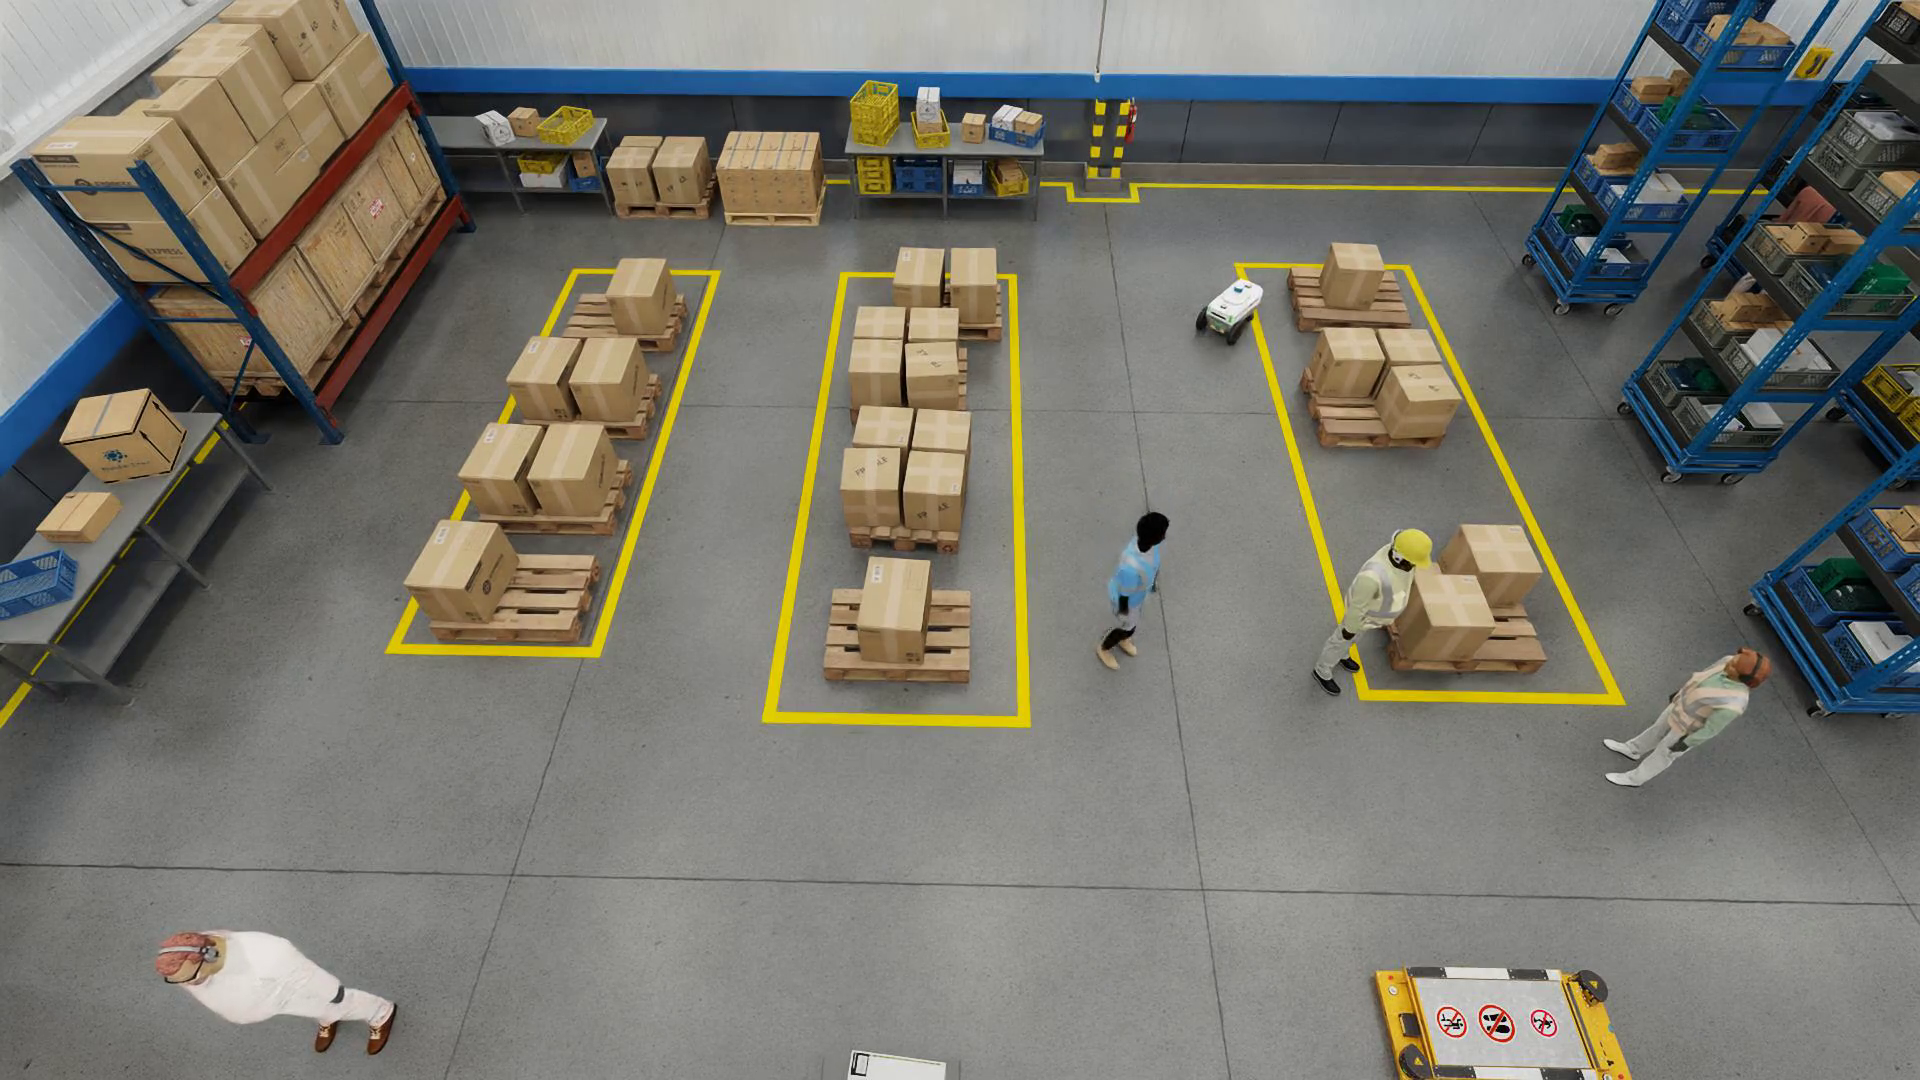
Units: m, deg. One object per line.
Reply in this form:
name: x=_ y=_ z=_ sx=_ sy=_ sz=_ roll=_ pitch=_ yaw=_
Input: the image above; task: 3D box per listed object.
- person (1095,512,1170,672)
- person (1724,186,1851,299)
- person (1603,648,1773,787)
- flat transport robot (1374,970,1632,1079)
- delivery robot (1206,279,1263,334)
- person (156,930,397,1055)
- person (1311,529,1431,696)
person: x=1.352 y=0.400 z=7.239 sx=0.340 sy=1.678 sz=0.553 roll=25 pitch=55 yaw=19
person: x=9.044 y=-3.151 z=9.944 sx=0.410 sy=1.982 sz=0.626 roll=-19 pitch=53 yaw=-15
person: x=5.186 y=1.280 z=6.546 sx=0.314 sy=1.642 sz=0.514 roll=20 pitch=54 yaw=16
flat transport robot: x=3.501 y=3.133 z=5.914 sx=1.431 sy=0.197 sz=0.652 roll=1 pitch=51 yaw=1
delivery robot: x=3.122 y=-2.687 z=10.418 sx=0.477 sy=0.478 sz=0.707 roll=36 pitch=59 yaw=26
person: x=-3.934 y=2.619 z=5.294 sx=0.651 sy=1.900 sz=0.401 roll=3 pitch=51 yaw=2
person: x=3.152 y=0.533 z=7.038 sx=0.586 sy=1.825 sz=0.403 roll=-36 pitch=59 yaw=-25
